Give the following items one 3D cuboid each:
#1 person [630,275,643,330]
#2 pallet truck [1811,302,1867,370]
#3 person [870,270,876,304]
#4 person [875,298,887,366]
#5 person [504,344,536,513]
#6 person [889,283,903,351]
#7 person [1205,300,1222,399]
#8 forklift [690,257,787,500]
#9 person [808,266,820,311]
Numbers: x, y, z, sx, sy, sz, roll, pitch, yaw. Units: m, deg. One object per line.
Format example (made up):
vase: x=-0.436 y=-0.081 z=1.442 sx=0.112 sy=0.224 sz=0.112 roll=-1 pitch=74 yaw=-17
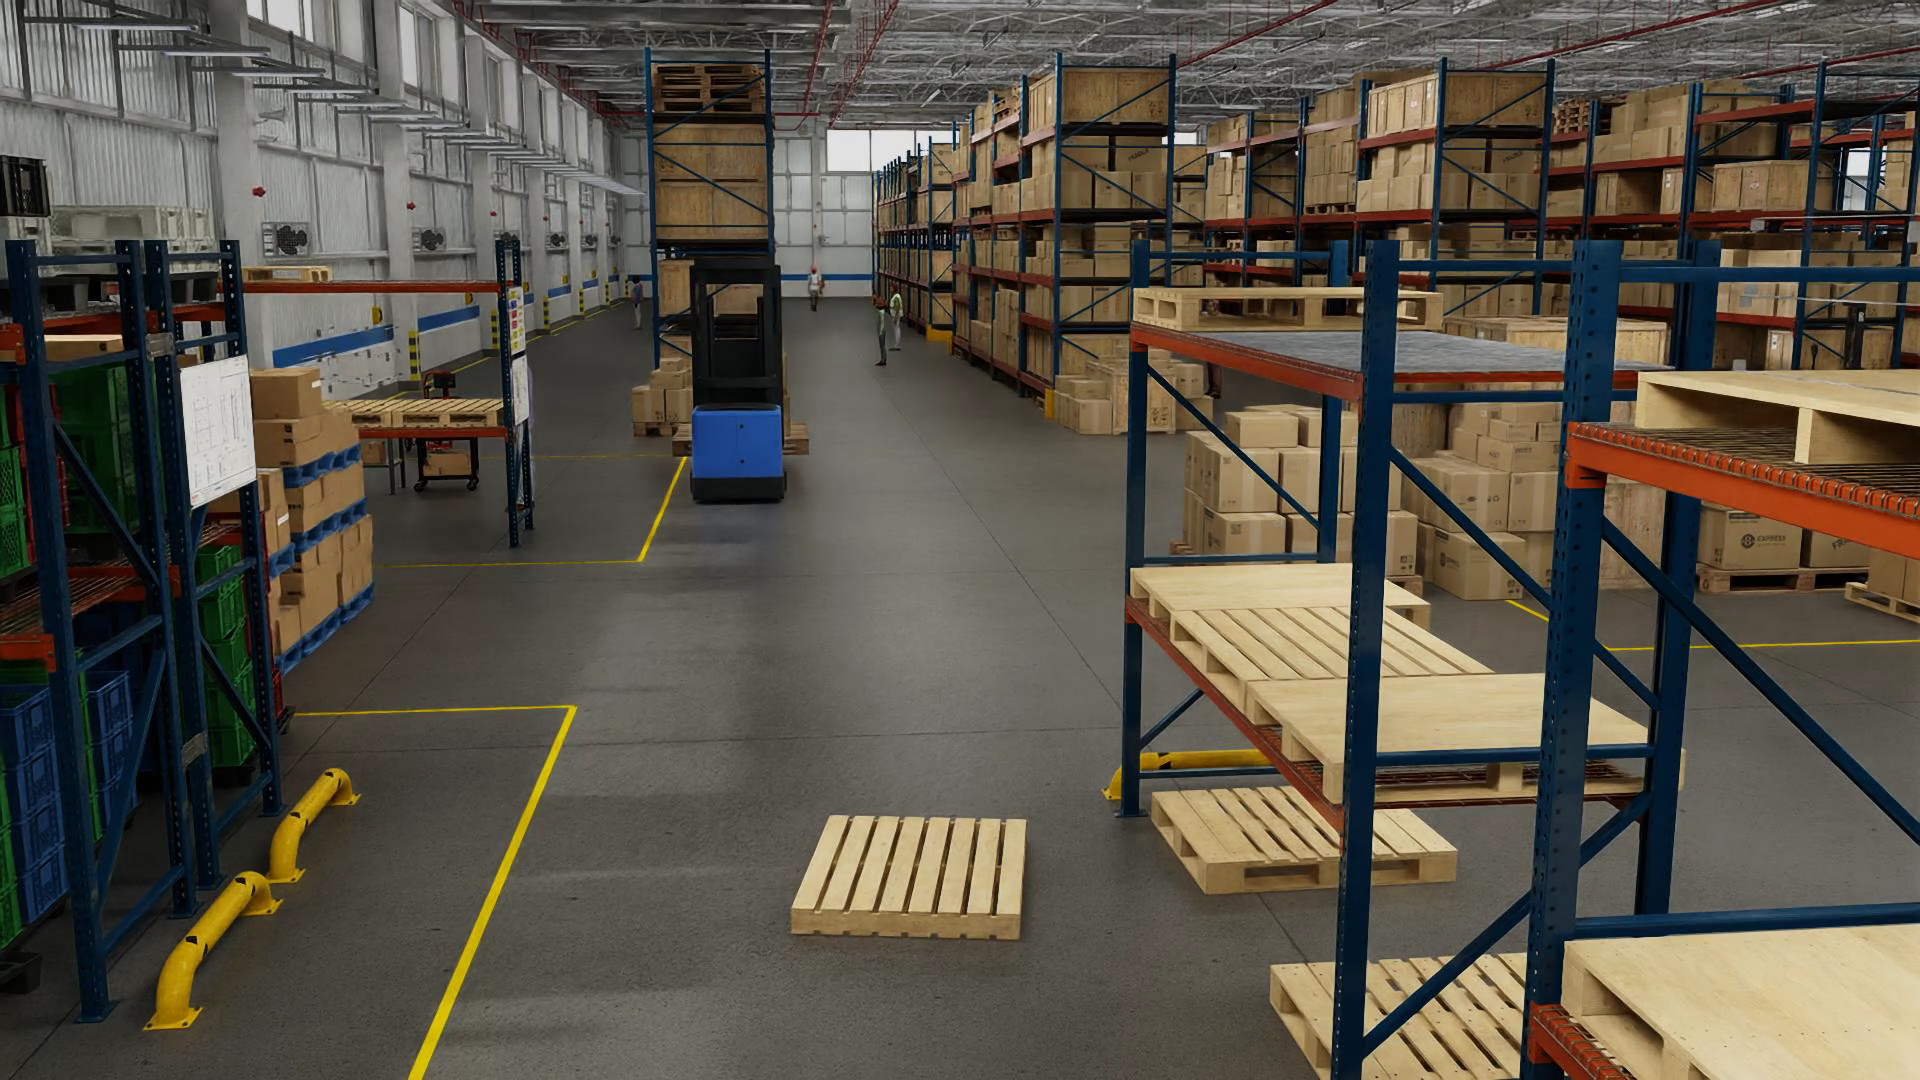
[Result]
person: x=-10.955 y=-8.044 z=56.389 sx=0.429 sy=1.844 sz=0.625 roll=-1 pitch=10 yaw=-6
pallet truck: x=15.846 y=-3.142 z=28.793 sx=1.885 sy=1.965 sz=0.823 roll=2 pitch=10 yaw=12
person: x=-4.005 y=-11.975 z=78.769 sx=0.569 sy=1.617 sz=0.522 roll=1 pitch=10 yaw=6
person: x=-1.916 y=-5.022 z=40.218 sx=0.279 sy=1.633 sz=0.500 roll=-1 pitch=10 yaw=-6
person: x=-4.943 y=-1.273 z=18.599 sx=0.372 sy=1.940 sz=0.630 roll=-1 pitch=10 yaw=-6
person: x=-1.756 y=-6.133 z=45.780 sx=0.389 sy=1.846 sz=0.565 roll=-1 pitch=10 yaw=-6
person: x=4.843 y=-3.654 z=31.959 sx=0.410 sy=1.893 sz=0.687 roll=-2 pitch=10 yaw=-12
forklift: x=-2.656 y=-1.965 z=19.820 sx=1.129 sy=2.768 sz=1.873 roll=-1 pitch=10 yaw=-6
person: x=-6.229 y=-10.722 z=71.011 sx=0.553 sy=1.919 sz=0.513 roll=-2 pitch=11 yaw=-13
